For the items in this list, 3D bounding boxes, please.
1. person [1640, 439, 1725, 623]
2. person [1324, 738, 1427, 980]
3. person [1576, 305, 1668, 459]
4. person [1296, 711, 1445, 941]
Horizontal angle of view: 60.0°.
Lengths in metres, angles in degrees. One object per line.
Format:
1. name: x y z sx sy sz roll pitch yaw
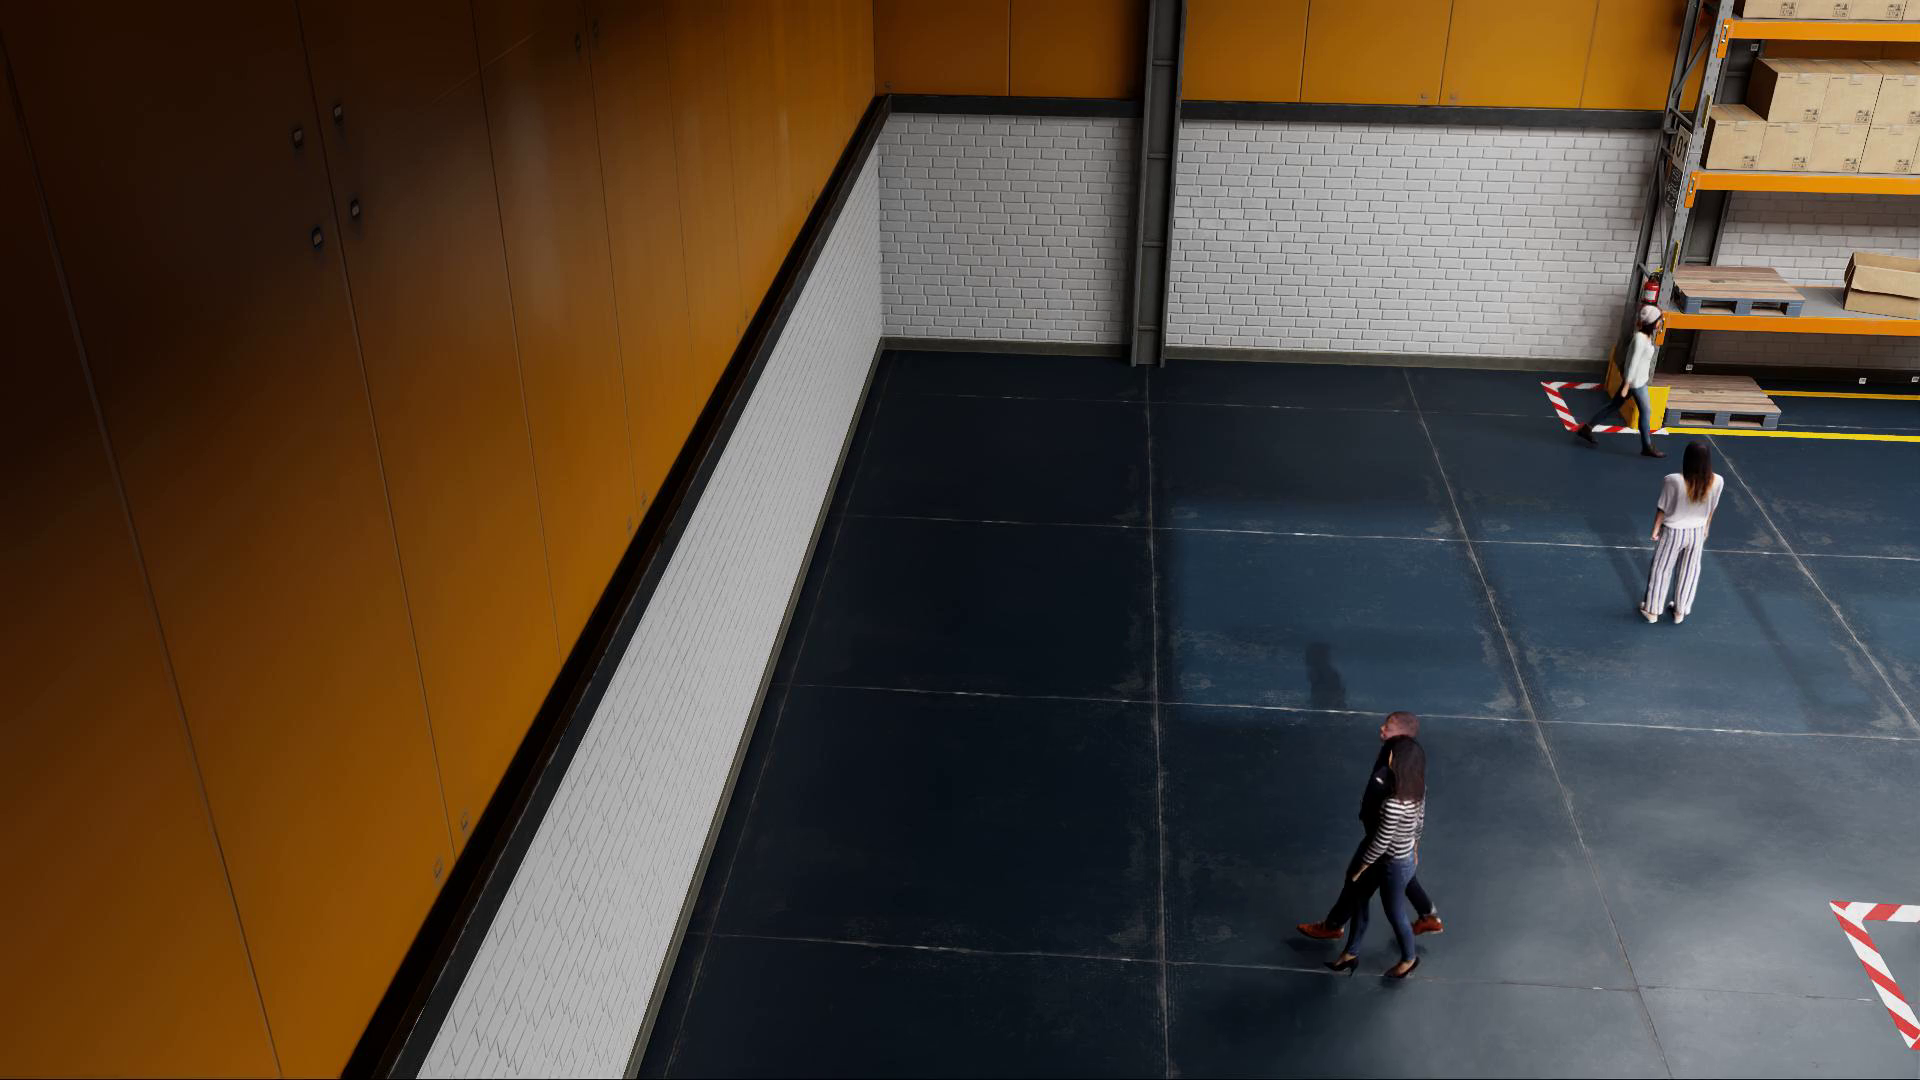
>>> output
1. person: 6.185 -0.077 14.230 0.538 1.678 0.720 2 29 4
2. person: 2.753 2.035 10.278 0.863 1.755 0.683 8 30 13
3. person: 6.875 -1.644 17.184 1.204 1.600 0.836 12 31 21
4. person: 2.796 1.863 10.564 1.216 1.783 0.856 8 30 14
